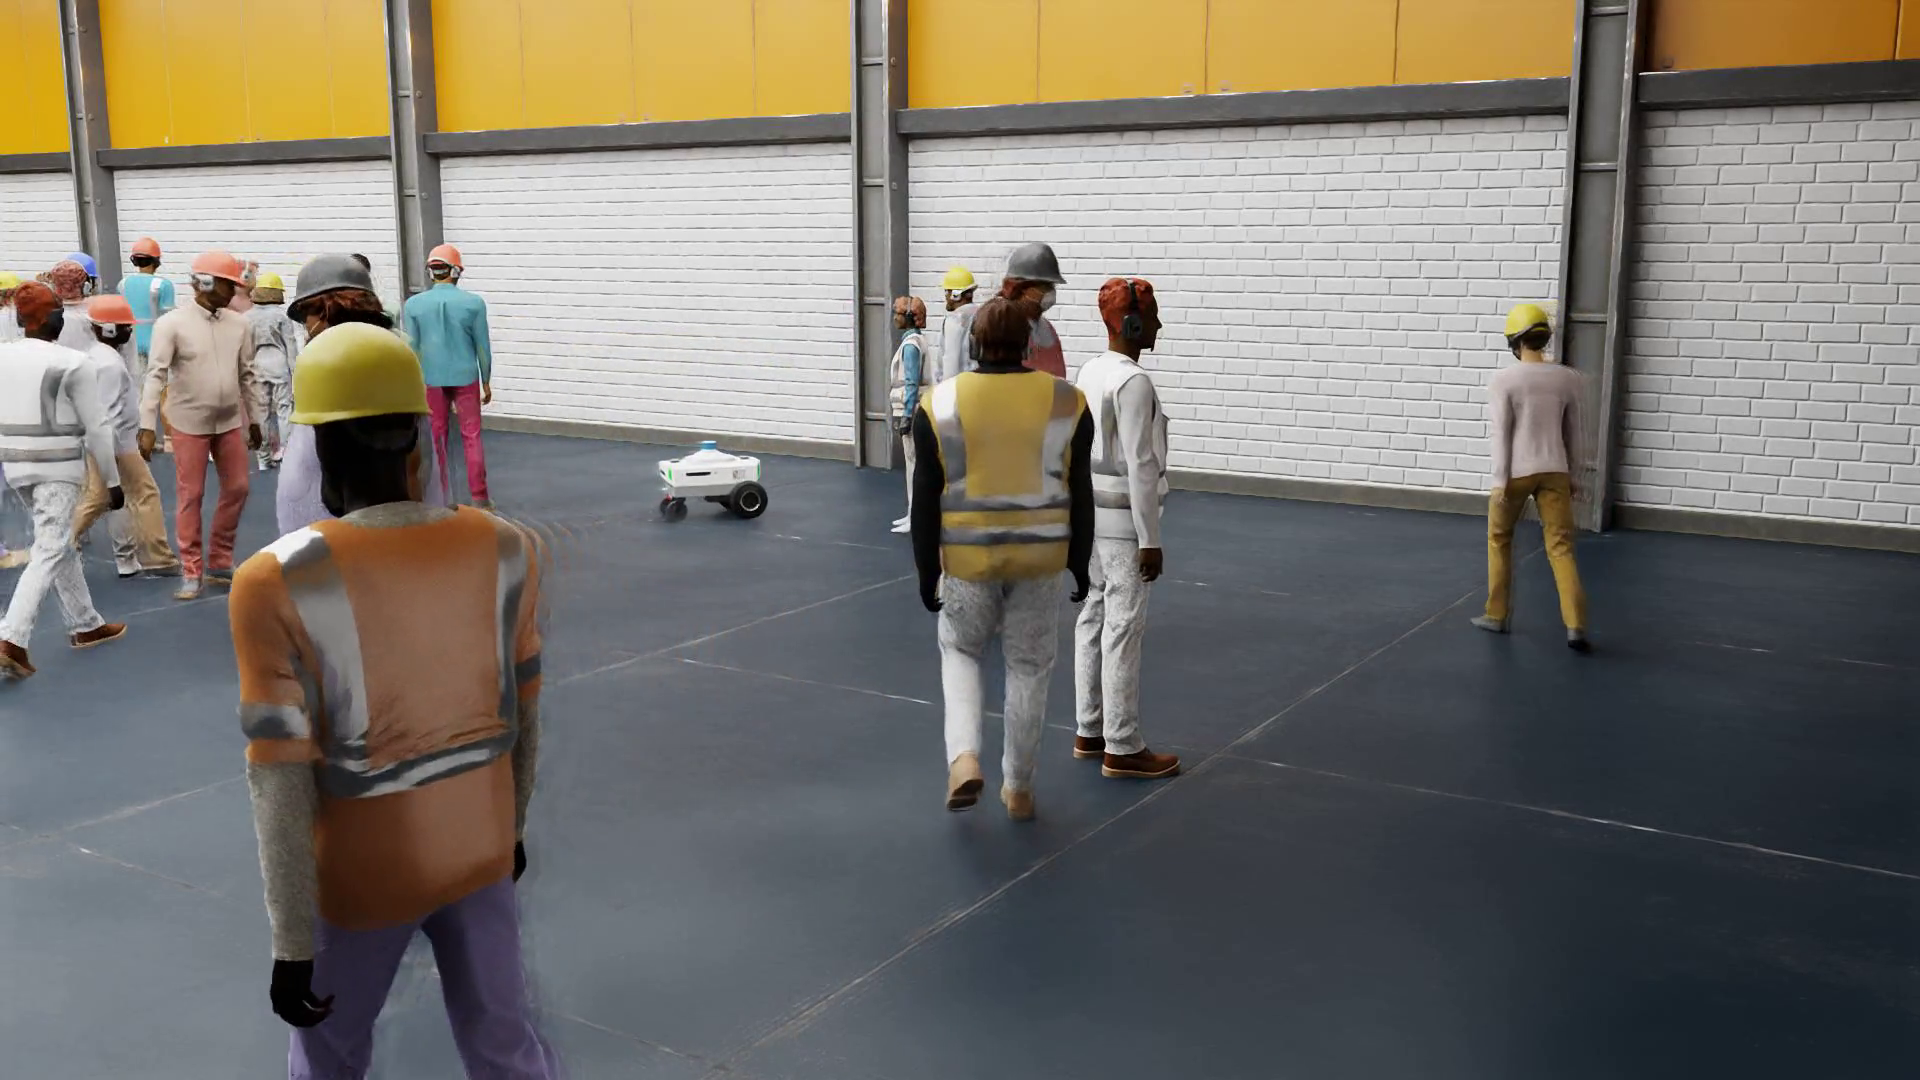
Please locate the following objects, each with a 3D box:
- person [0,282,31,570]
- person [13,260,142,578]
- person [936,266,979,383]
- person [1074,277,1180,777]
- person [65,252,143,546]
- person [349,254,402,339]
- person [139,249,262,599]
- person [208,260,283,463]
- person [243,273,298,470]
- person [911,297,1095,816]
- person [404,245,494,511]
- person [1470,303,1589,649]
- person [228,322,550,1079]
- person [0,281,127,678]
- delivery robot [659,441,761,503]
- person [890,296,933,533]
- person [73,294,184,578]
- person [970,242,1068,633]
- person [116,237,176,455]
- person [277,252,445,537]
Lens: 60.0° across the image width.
[{"bbox_3d":[-5.971,-0.719,10.199,0.355,1.835,0.515,-8,13,-36],"label":"person"},{"bbox_3d":[-5.221,-0.702,9.895,0.651,1.906,0.403,-6,12,-30],"label":"person"},{"bbox_3d":[0.018,-1.160,12.662,0.403,1.825,0.590,5,11,27],"label":"person"},{"bbox_3d":[0.616,-0.045,6.318,0.355,1.883,0.573,-3,11,-18],"label":"person"},{"bbox_3d":[-5.782,-0.935,11.089,0.608,1.941,0.416,-6,12,-30],"label":"person"},{"bbox_3d":[-4.519,-1.204,12.638,0.593,1.920,0.391,-7,12,-34],"label":"person"},{"bbox_3d":[-4.301,-0.651,9.453,0.437,1.973,0.766,6,12,30],"label":"person"},{"bbox_3d":[-6.514,-1.603,15.076,1.007,1.842,0.706,-1,10,-3],"label":"person"},{"bbox_3d":[-6.049,-1.480,14.681,0.491,1.735,0.303,2,10,9],"label":"person"},{"bbox_3d":[0.153,0.082,5.776,0.641,1.832,0.455,0,10,0],"label":"person"},{"bbox_3d":[-3.777,-1.182,12.339,0.612,1.984,0.401,-1,10,-7],"label":"person"},{"bbox_3d":[2.918,-0.318,8.321,0.539,1.718,0.763,-2,10,-10],"label":"person"},{"bbox_3d":[-1.040,0.551,3.038,0.992,1.871,0.618,9,14,41],"label":"person"},{"bbox_3d":[-4.361,-0.300,7.880,0.586,1.844,1.005,2,10,12],"label":"person"},{"bbox_3d":[-1.827,-0.481,12.155,0.707,0.478,0.477,-4,11,-21],"label":"delivery robot"},{"bbox_3d":[-0.334,-0.867,11.548,0.308,1.641,0.514,0,10,1],"label":"person"},{"bbox_3d":[-5.042,-0.590,9.810,0.839,1.717,0.565,-9,13,-40],"label":"person"},{"bbox_3d":[0.287,-0.524,8.535,0.604,2.000,0.700,6,12,30],"label":"person"},{"bbox_3d":[-7.604,-1.816,15.687,0.609,2.042,0.401,3,11,14],"label":"person"},{"bbox_3d":[-2.008,-0.003,5.647,0.565,2.000,0.755,-4,11,-20],"label":"person"}]
